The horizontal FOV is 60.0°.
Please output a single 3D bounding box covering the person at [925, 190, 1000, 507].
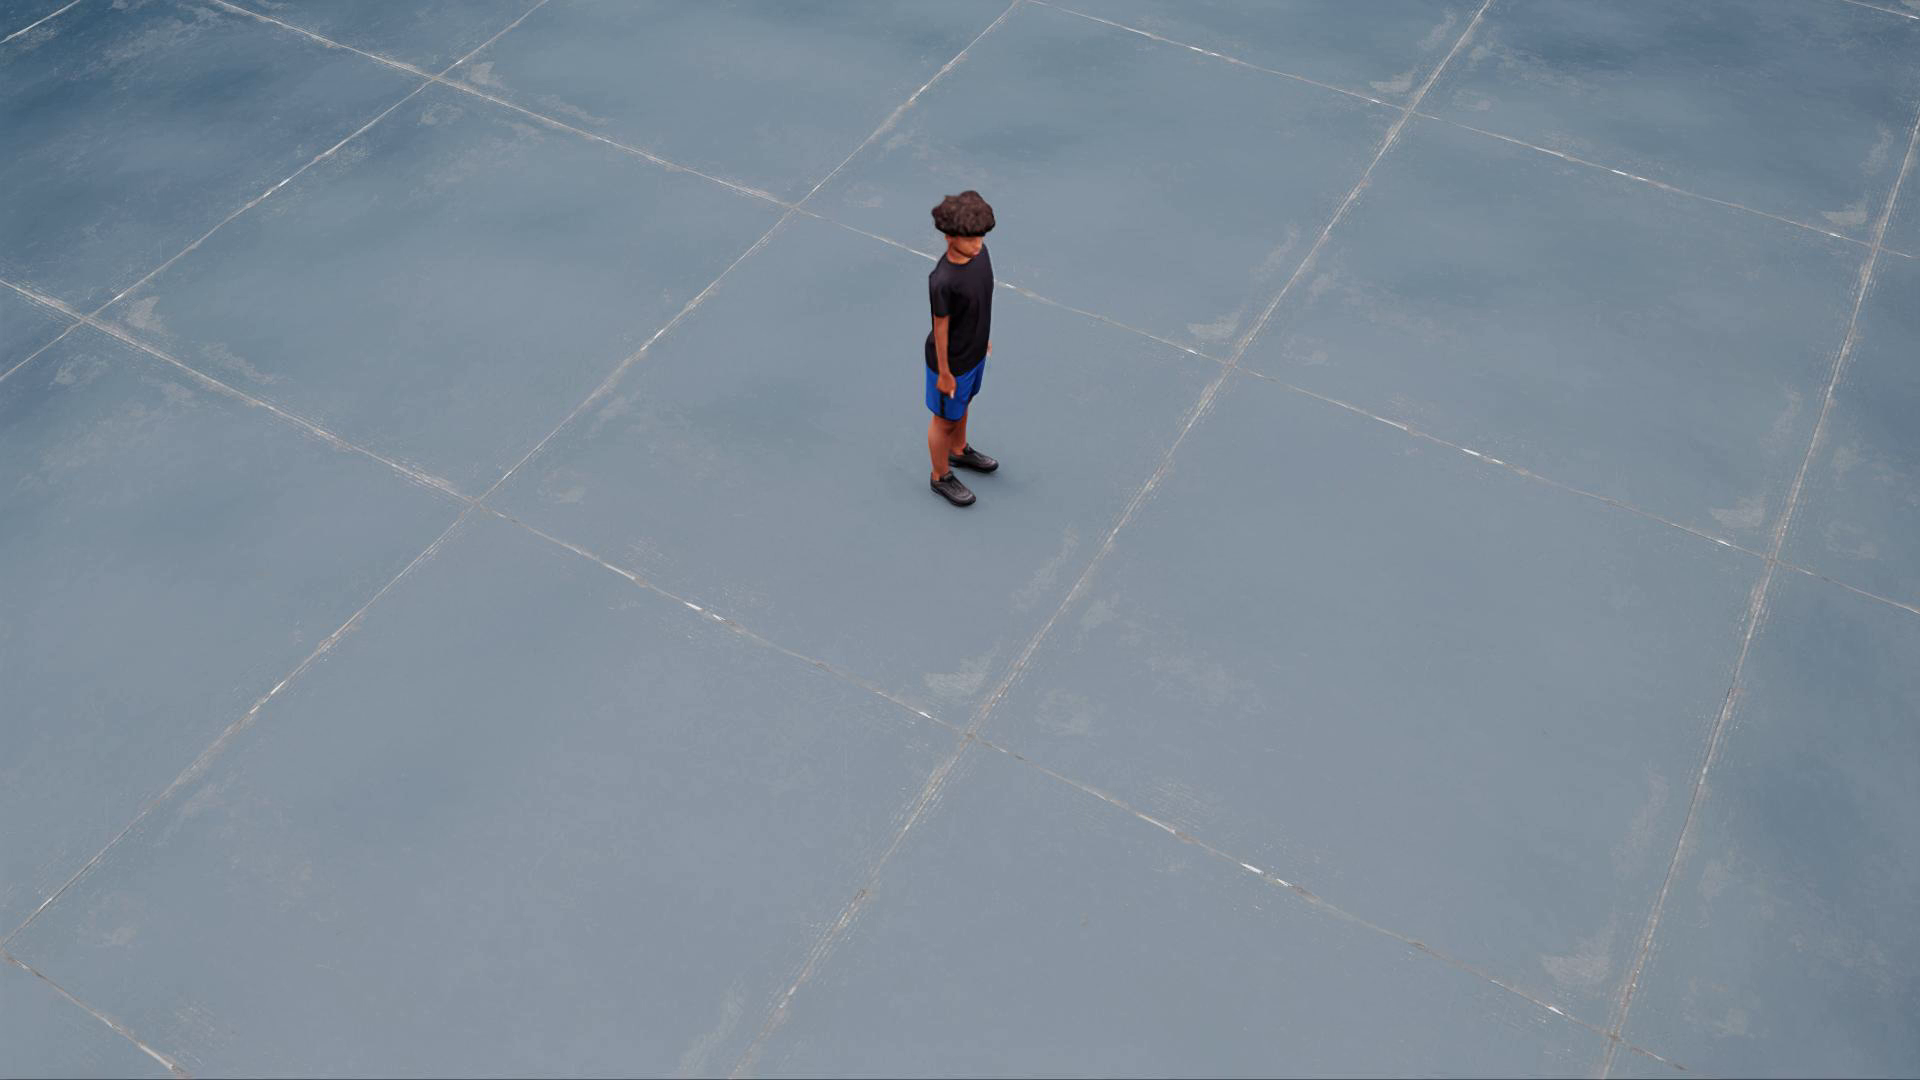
[{"bbox_3d":[-0.020,-0.955,8.229,0.551,1.794,0.597,22,51,19],"label":"person"}]
